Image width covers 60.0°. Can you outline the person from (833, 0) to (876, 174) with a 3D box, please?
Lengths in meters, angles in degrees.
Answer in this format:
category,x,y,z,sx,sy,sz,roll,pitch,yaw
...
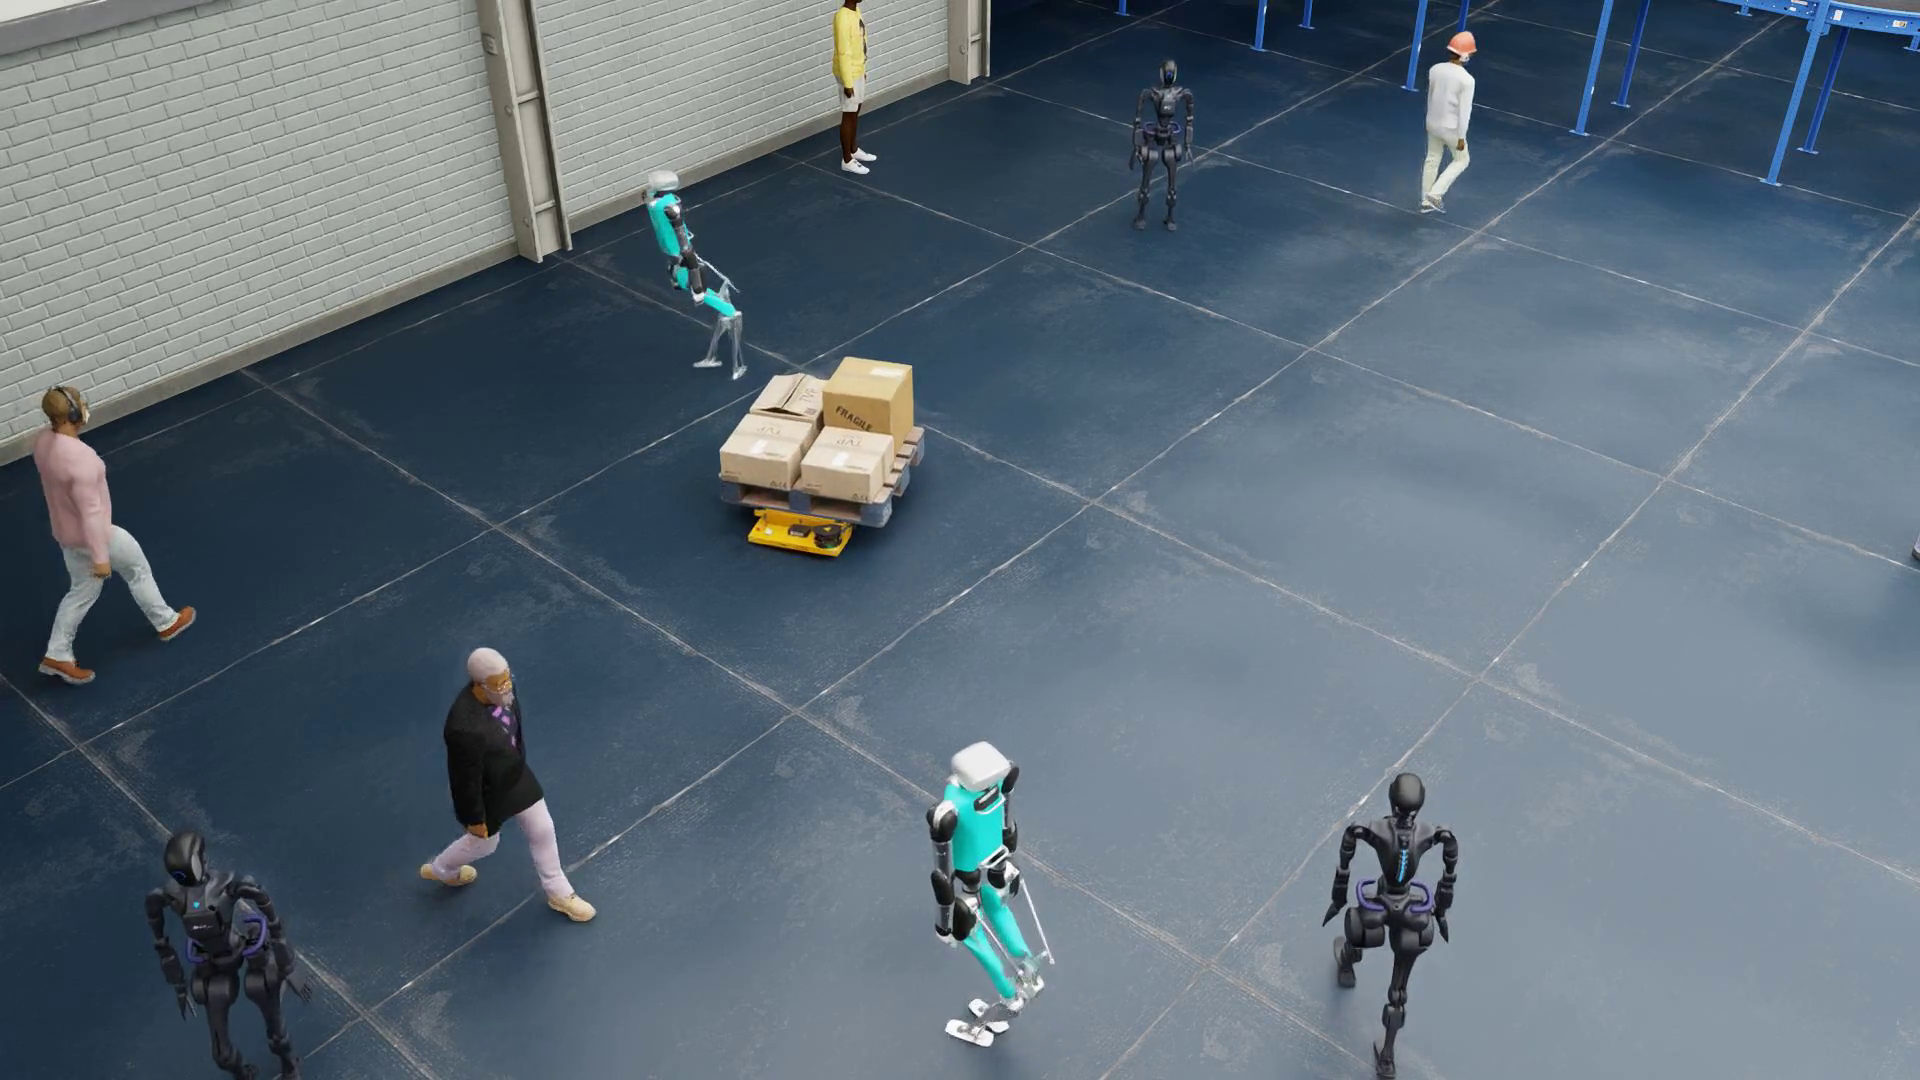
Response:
category,x,y,z,sx,sy,sz,roll,pitch,yaw
person,-1.063,-4.592,16.431,0.372,1.899,0.554,6,36,9

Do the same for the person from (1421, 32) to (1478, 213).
category,x,y,z,sx,sy,sz,roll,pitch,yaw
person,4.583,-3.889,15.575,0.390,1.738,0.589,-17,39,-22

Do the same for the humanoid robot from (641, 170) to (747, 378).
category,x,y,z,sx,sy,sz,roll,pitch,yaw
humanoid robot,-1.997,-2.096,13.073,0.823,1.794,0.582,-22,41,-27

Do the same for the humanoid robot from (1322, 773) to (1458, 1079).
category,x,y,z,sx,sy,sz,roll,pitch,yaw
humanoid robot,2.023,1.708,7.810,0.586,1.619,0.784,3,36,4

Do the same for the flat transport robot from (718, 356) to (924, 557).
category,x,y,z,sx,sy,sz,roll,pitch,yaw
flat transport robot,-0.955,-0.389,11.934,0.659,0.231,1.431,9,36,13

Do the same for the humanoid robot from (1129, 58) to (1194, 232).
category,x,y,z,sx,sy,sz,roll,pitch,yaw
humanoid robot,1.859,-3.640,15.292,0.599,1.638,0.408,-3,36,-4

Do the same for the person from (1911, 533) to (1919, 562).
category,x,y,z,sx,sy,sz,roll,pitch,yaw
person,6.733,-0.633,10.925,0.562,1.837,0.390,-18,39,-23

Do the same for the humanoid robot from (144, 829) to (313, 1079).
category,x,y,z,sx,sy,sz,roll,pitch,yaw
humanoid robot,-3.237,1.945,7.441,0.588,1.657,0.366,-6,36,-9

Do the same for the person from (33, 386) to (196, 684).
category,x,y,z,sx,sy,sz,roll,pitch,yaw
person,-5.316,-0.024,10.042,0.663,1.882,0.948,22,41,28

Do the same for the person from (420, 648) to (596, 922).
category,x,y,z,sx,sy,sz,roll,pitch,yaw
person,-2.398,1.213,8.370,0.895,1.809,0.570,13,37,17

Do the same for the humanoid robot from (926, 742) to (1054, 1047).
category,x,y,z,sx,sy,sz,roll,pitch,yaw
humanoid robot,0.207,1.744,7.668,0.644,1.788,0.530,27,44,33
